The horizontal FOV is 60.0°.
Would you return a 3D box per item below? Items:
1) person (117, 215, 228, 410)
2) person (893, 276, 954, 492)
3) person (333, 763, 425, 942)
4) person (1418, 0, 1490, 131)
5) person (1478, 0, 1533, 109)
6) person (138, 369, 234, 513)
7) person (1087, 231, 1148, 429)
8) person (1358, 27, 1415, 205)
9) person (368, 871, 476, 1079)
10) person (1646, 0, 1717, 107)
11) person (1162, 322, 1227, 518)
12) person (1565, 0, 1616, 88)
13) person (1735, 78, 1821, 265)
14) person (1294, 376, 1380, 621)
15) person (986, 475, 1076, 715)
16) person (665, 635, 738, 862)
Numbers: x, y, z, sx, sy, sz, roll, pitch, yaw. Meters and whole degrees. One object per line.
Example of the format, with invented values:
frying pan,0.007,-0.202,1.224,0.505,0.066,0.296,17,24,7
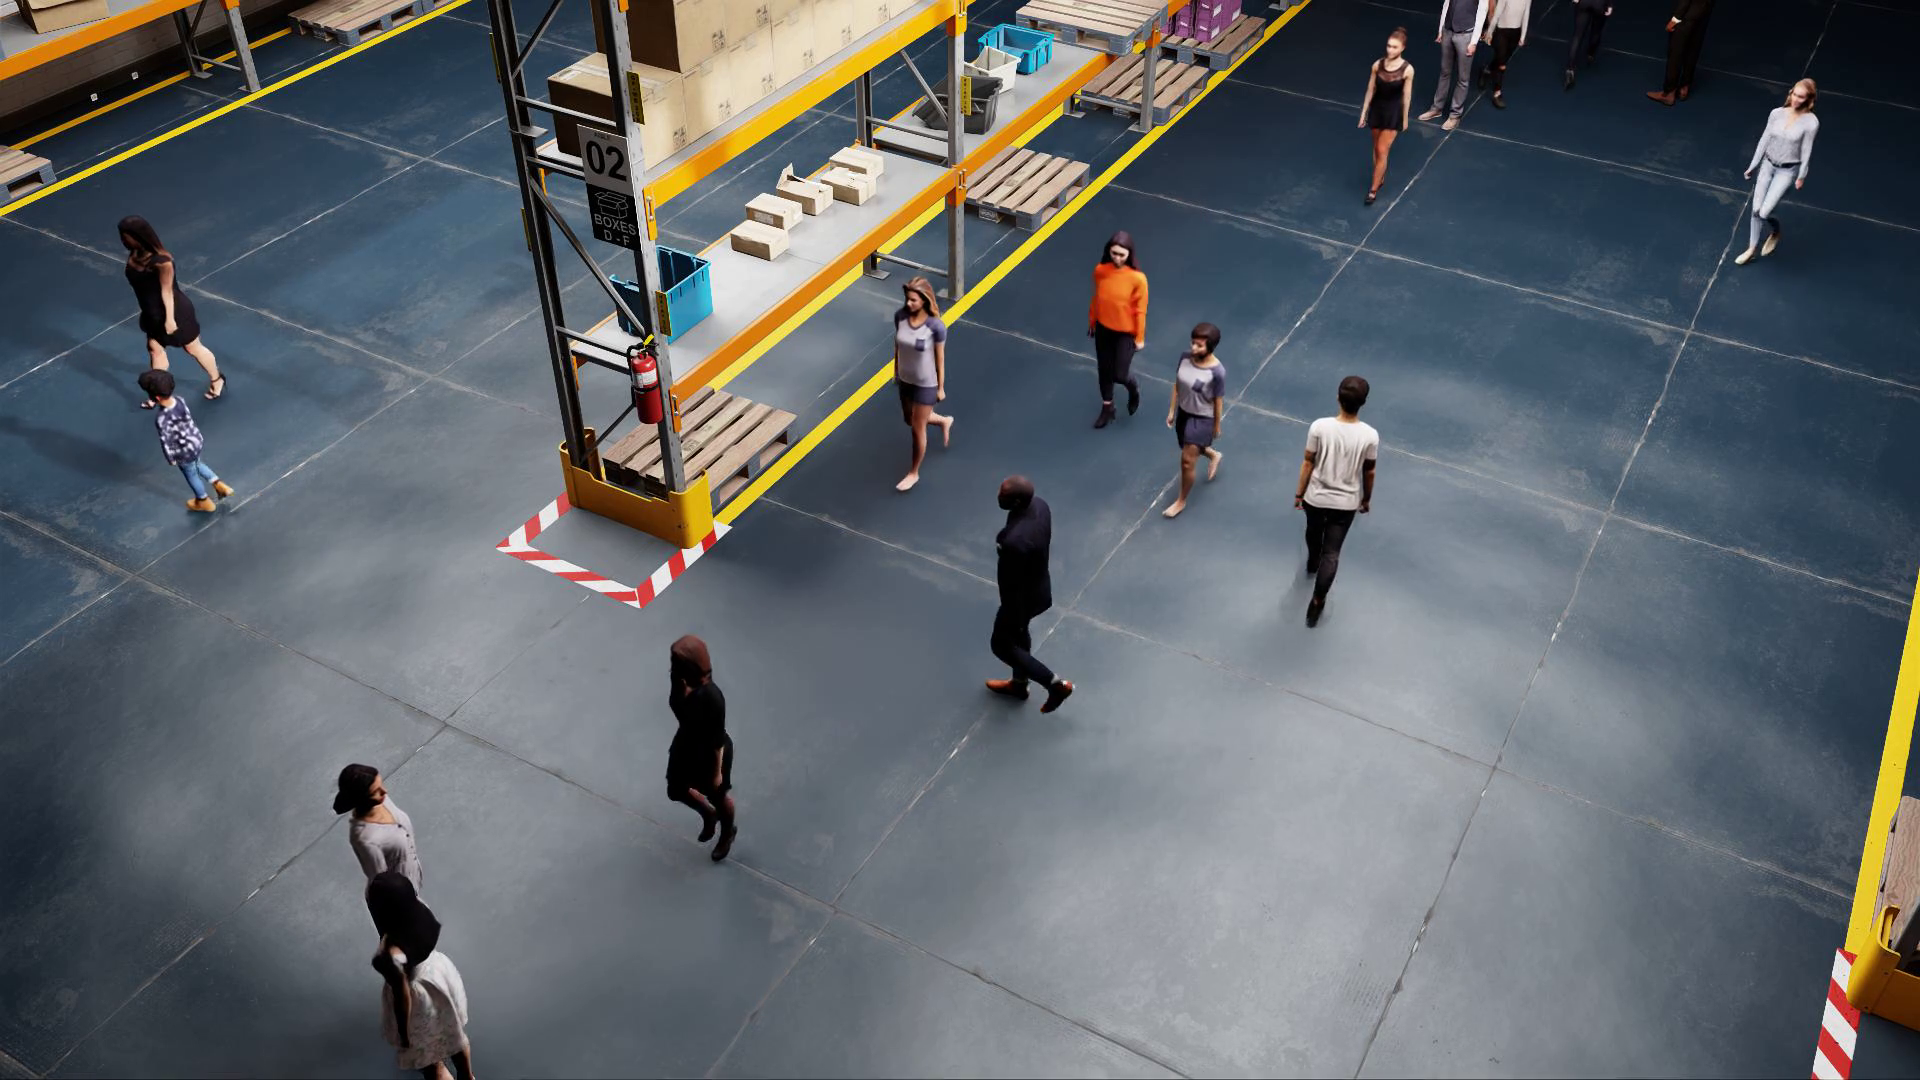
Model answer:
person,-6.160,-1.816,13.113,0.806,1.690,0.963,30,48,32
person,-0.251,-1.211,12.341,0.683,1.709,1.004,25,45,28
person,-2.911,1.794,8.527,0.737,1.773,0.655,-5,39,-6
person,5.189,-5.254,17.220,0.707,1.938,0.734,-25,45,-28
person,5.837,-5.441,17.841,0.931,1.456,1.013,-6,39,-8
person,-5.597,-0.703,12.078,0.664,1.244,0.618,10,40,12
person,1.258,-1.648,12.867,0.677,1.736,0.728,28,46,30
person,4.146,-4.125,16.031,0.645,1.658,0.829,26,45,28
person,-2.555,2.210,8.004,0.802,1.776,0.694,1,39,2
person,7.785,-5.587,17.665,0.760,1.903,0.862,-16,41,-20
person,1.759,-0.943,12.140,1.012,1.542,0.779,-26,45,-29
person,6.852,-5.749,18.063,0.603,1.659,1.082,18,42,22
person,7.391,-3.312,14.913,0.829,1.783,0.766,-20,43,-23
person,2.474,-0.244,11.166,0.788,1.664,1.104,12,40,14
person,0.466,0.365,10.293,0.854,1.803,0.860,12,40,15
person,-1.376,1.156,9.388,0.631,1.695,0.619,28,46,31
